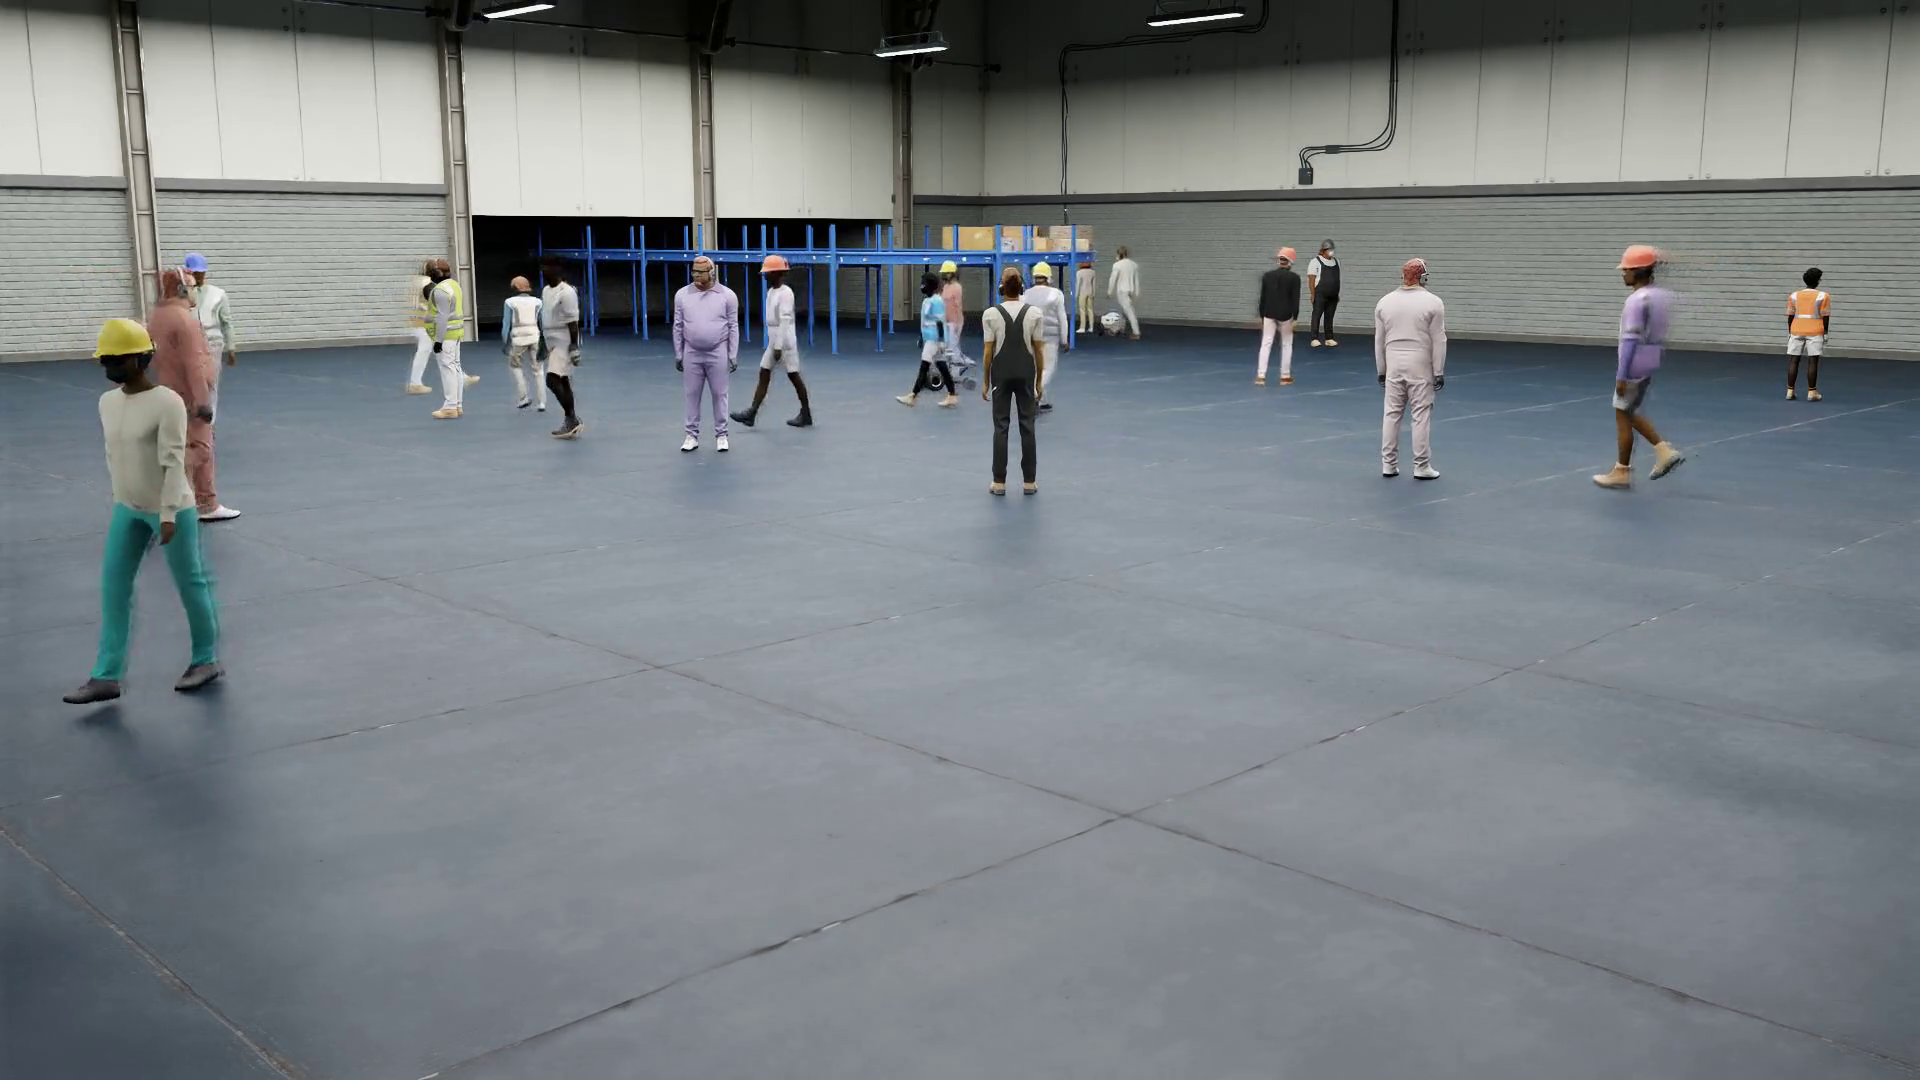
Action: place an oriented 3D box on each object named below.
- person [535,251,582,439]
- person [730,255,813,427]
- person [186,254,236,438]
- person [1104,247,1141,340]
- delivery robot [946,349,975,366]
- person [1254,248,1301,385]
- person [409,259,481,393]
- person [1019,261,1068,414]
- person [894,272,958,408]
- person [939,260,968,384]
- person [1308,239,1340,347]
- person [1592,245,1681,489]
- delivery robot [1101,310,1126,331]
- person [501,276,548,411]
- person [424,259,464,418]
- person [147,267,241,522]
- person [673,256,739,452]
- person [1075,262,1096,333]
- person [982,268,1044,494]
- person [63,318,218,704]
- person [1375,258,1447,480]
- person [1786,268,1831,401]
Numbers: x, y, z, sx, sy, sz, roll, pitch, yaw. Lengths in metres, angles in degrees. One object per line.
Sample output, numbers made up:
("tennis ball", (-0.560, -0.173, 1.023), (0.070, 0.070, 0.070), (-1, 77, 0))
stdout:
("person", (-4.191, -2.023, 17.320), (0.469, 1.949, 0.628), (-7, 12, -32))
("person", (-2.049, -2.175, 18.303), (0.975, 1.882, 0.569), (-6, 12, -30))
("person", (-7.786, -1.969, 17.100), (0.642, 1.909, 0.881), (-6, 12, -28))
("person", (3.342, -5.036, 33.982), (0.629, 1.872, 1.097), (-9, 14, -41))
("delivery robot", (-0.148, -2.528, 23.018), (0.698, 0.223, 0.335), (-2, 11, -11))
("person", (4.512, -3.172, 23.647), (0.630, 1.944, 0.763), (6, 12, 30))
("person", (-7.022, -2.888, 22.463), (0.979, 1.781, 0.609), (-3, 11, -18))
("person", (0.954, -2.383, 19.669), (0.598, 1.806, 0.769), (6, 12, 32))
("person", (-0.405, -2.442, 20.396), (0.868, 1.647, 0.549), (-2, 11, -11))
("person", (-0.100, -3.115, 23.804), (0.440, 1.754, 0.529), (-5, 12, -26))
("person", (7.029, -4.720, 31.880), (0.689, 2.000, 0.539), (-5, 11, -23))
("person", (5.666, -1.431, 13.852), (0.573, 2.031, 0.637), (8, 13, 39))
("delivery robot", (3.244, -4.628, 35.179), (0.477, 0.478, 0.707), (-3, 11, -14))
("person", (-5.258, -2.370, 20.112), (0.628, 1.609, 0.585), (-8, 13, -36))
("person", (-6.021, -2.355, 19.429), (0.429, 1.839, 0.622), (0, 10, -1))
("person", (-5.689, -1.037, 12.095), (0.723, 1.882, 0.642), (-9, 14, -40))
("person", (-2.499, -1.825, 16.355), (0.643, 1.905, 0.399), (0, 10, 2))
("person", (2.731, -5.333, 36.220), (0.507, 1.631, 0.268), (-6, 12, -31))
("person", (0.431, -1.302, 13.660), (0.505, 1.847, 0.346), (-1, 10, -4))
("person", (-3.725, -0.121, 7.509), (0.535, 1.732, 0.817), (4, 11, 19))
("person", (3.942, -1.490, 14.518), (0.638, 1.909, 0.408), (8, 13, 38))
("person", (10.924, -2.653, 21.434), (0.318, 1.697, 0.535), (-10, 14, -42))
